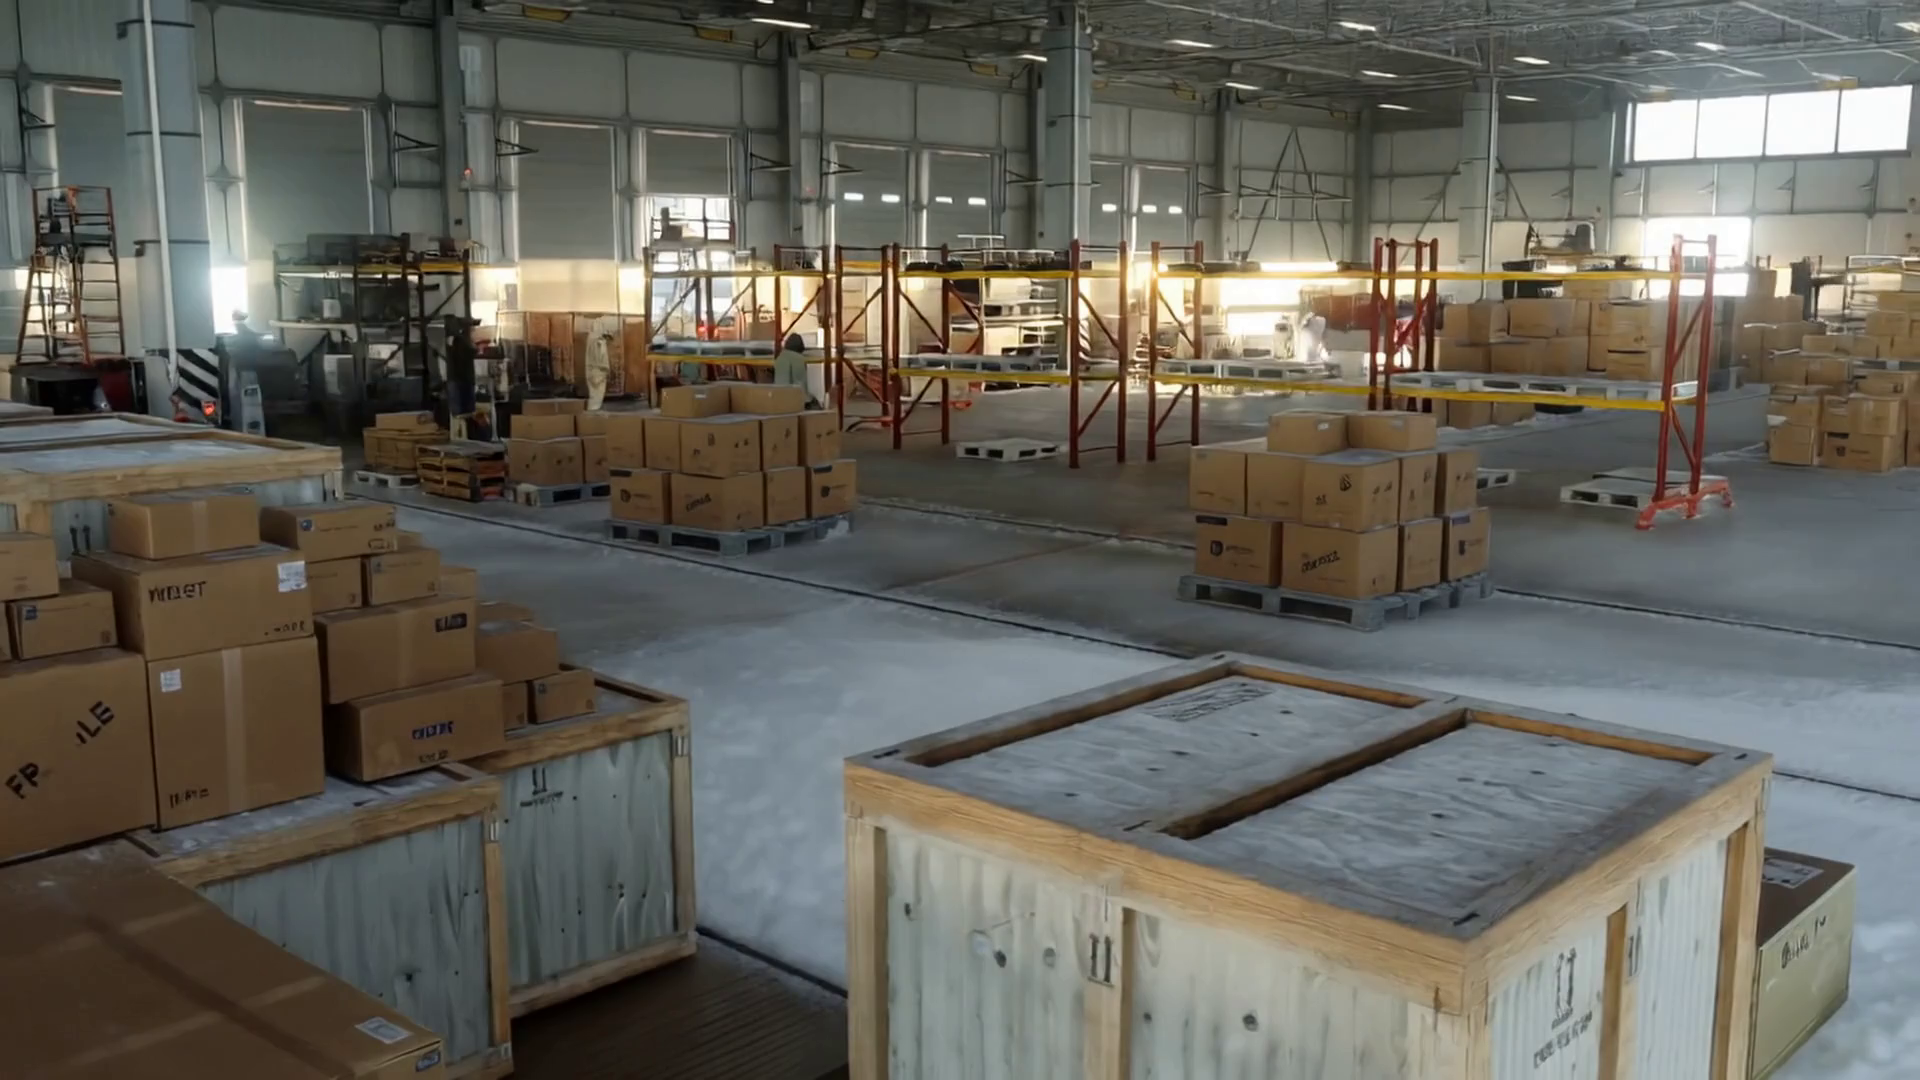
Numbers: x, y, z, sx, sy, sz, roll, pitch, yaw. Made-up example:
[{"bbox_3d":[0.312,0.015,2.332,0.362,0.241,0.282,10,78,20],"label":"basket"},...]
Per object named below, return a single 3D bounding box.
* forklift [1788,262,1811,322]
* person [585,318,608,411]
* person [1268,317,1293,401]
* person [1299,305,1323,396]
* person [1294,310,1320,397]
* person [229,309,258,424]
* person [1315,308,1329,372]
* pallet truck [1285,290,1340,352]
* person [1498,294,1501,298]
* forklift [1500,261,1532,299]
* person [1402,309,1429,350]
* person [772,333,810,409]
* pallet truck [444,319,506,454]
[{"bbox_3d":[21.878,-5.862,43.487,1.873,2.768,1.129,7,11,36],"label":"forklift"},{"bbox_3d":[-5.686,-2.526,26.071,0.356,1.887,0.572,-1,9,-4],"label":"person"},{"bbox_3d":[6.522,-3.675,33.683,0.490,1.703,0.901,5,11,30],"label":"person"},{"bbox_3d":[7.283,-3.931,34.595,0.466,1.912,0.650,-3,10,-19],"label":"person"},{"bbox_3d":[7.182,-3.850,34.422,0.540,1.802,0.925,5,10,26],"label":"person"},{"bbox_3d":[-12.156,-2.931,28.297,0.460,1.976,0.624,1,9,8],"label":"person"},{"bbox_3d":[9.380,-5.187,43.138,0.310,1.642,0.514,-4,10,-23],"label":"person"},{"bbox_3d":[11.297,-6.951,52.861,1.885,1.965,0.823,-5,11,-29],"label":"pallet truck"},{"bbox_3d":[17.471,-6.979,53.278,0.653,1.918,0.551,4,10,21],"label":"person"},{"bbox_3d":[12.654,-4.978,38.067,1.873,2.768,1.129,9,13,43],"label":"forklift"},{"bbox_3d":[9.887,-4.155,35.958,0.640,1.926,0.483,4,10,23],"label":"person"},{"bbox_3d":[-2.149,-1.753,21.481,0.429,1.841,0.621,-8,12,-39],"label":"person"},{"bbox_3d":[-6.981,-1.942,22.150,1.885,1.965,0.823,1,9,9],"label":"pallet truck"}]
